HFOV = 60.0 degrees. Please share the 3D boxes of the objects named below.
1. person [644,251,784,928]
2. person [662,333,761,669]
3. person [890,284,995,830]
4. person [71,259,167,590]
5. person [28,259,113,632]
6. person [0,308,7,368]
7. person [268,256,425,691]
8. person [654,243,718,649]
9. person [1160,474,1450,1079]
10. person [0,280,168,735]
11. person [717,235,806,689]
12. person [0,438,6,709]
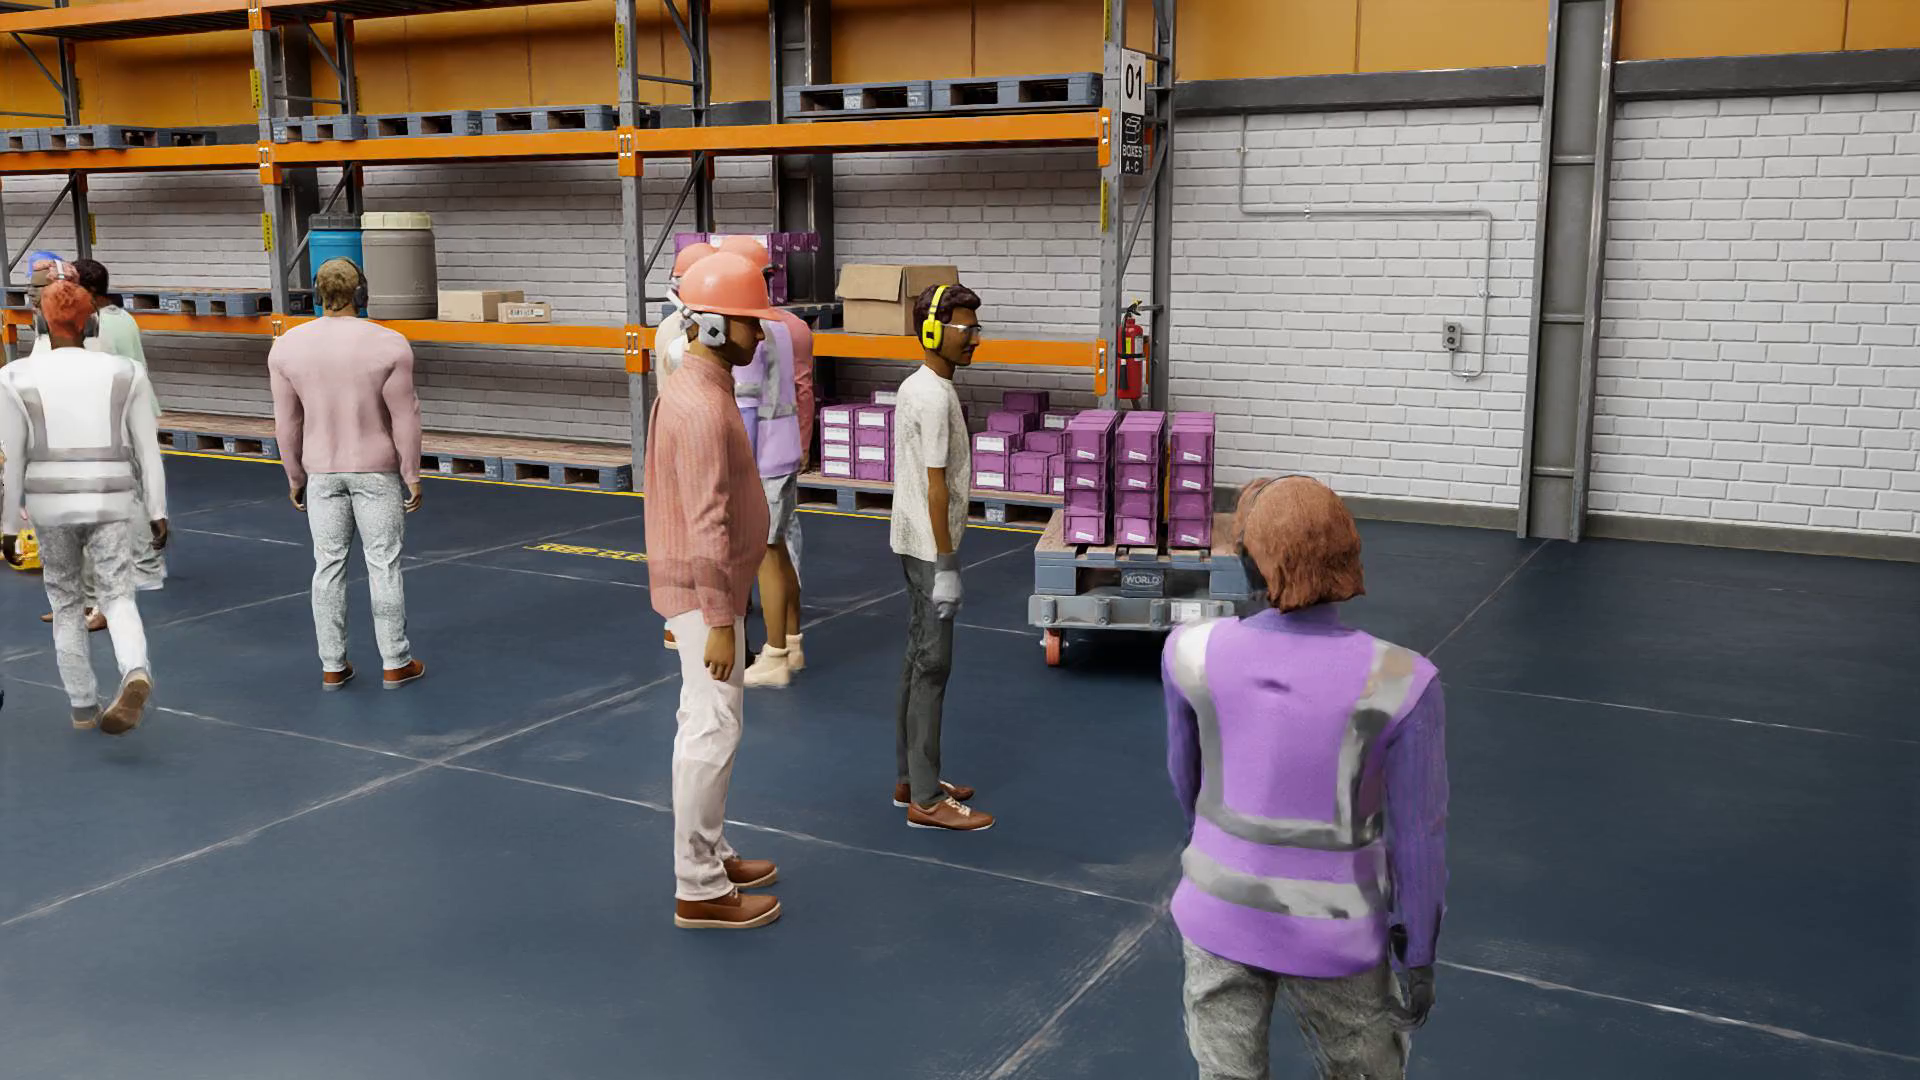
[{"bbox_3d":[-0.709,0.159,4.879,0.409,1.981,0.623,-2,11,-12],"label":"person"},{"bbox_3d":[-1.080,-0.316,7.638,0.551,1.923,0.391,3,11,17],"label":"person"},{"bbox_3d":[-0.073,0.058,5.745,0.335,1.865,0.519,-2,10,-9],"label":"person"},{"bbox_3d":[-4.807,-0.649,9.524,0.406,1.899,0.601,-2,11,-11],"label":"person"},{"bbox_3d":[-4.576,-0.479,8.566,0.401,1.910,0.641,-10,14,-43],"label":"person"},{"bbox_3d":[-7.889,-1.291,13.223,0.560,1.836,0.394,-5,12,-28],"label":"person"},{"bbox_3d":[-2.707,-0.284,7.414,0.630,1.940,0.372,-1,10,-4],"label":"person"},{"bbox_3d":[-1.292,-0.457,8.210,0.393,1.990,0.616,2,11,10],"label":"person"},{"bbox_3d":[0.615,0.688,2.954,0.537,1.625,0.438,5,11,24],"label":"person"},{"bbox_3d":[-3.509,-0.107,6.677,0.597,1.859,0.747,-6,12,-31],"label":"person"},{"bbox_3d":[-0.931,-0.344,7.507,0.436,2.033,0.605,1,10,6],"label":"person"},{"bbox_3d":[-3.884,-0.037,6.246,0.545,1.863,1.070,-1,10,-4],"label":"person"}]
